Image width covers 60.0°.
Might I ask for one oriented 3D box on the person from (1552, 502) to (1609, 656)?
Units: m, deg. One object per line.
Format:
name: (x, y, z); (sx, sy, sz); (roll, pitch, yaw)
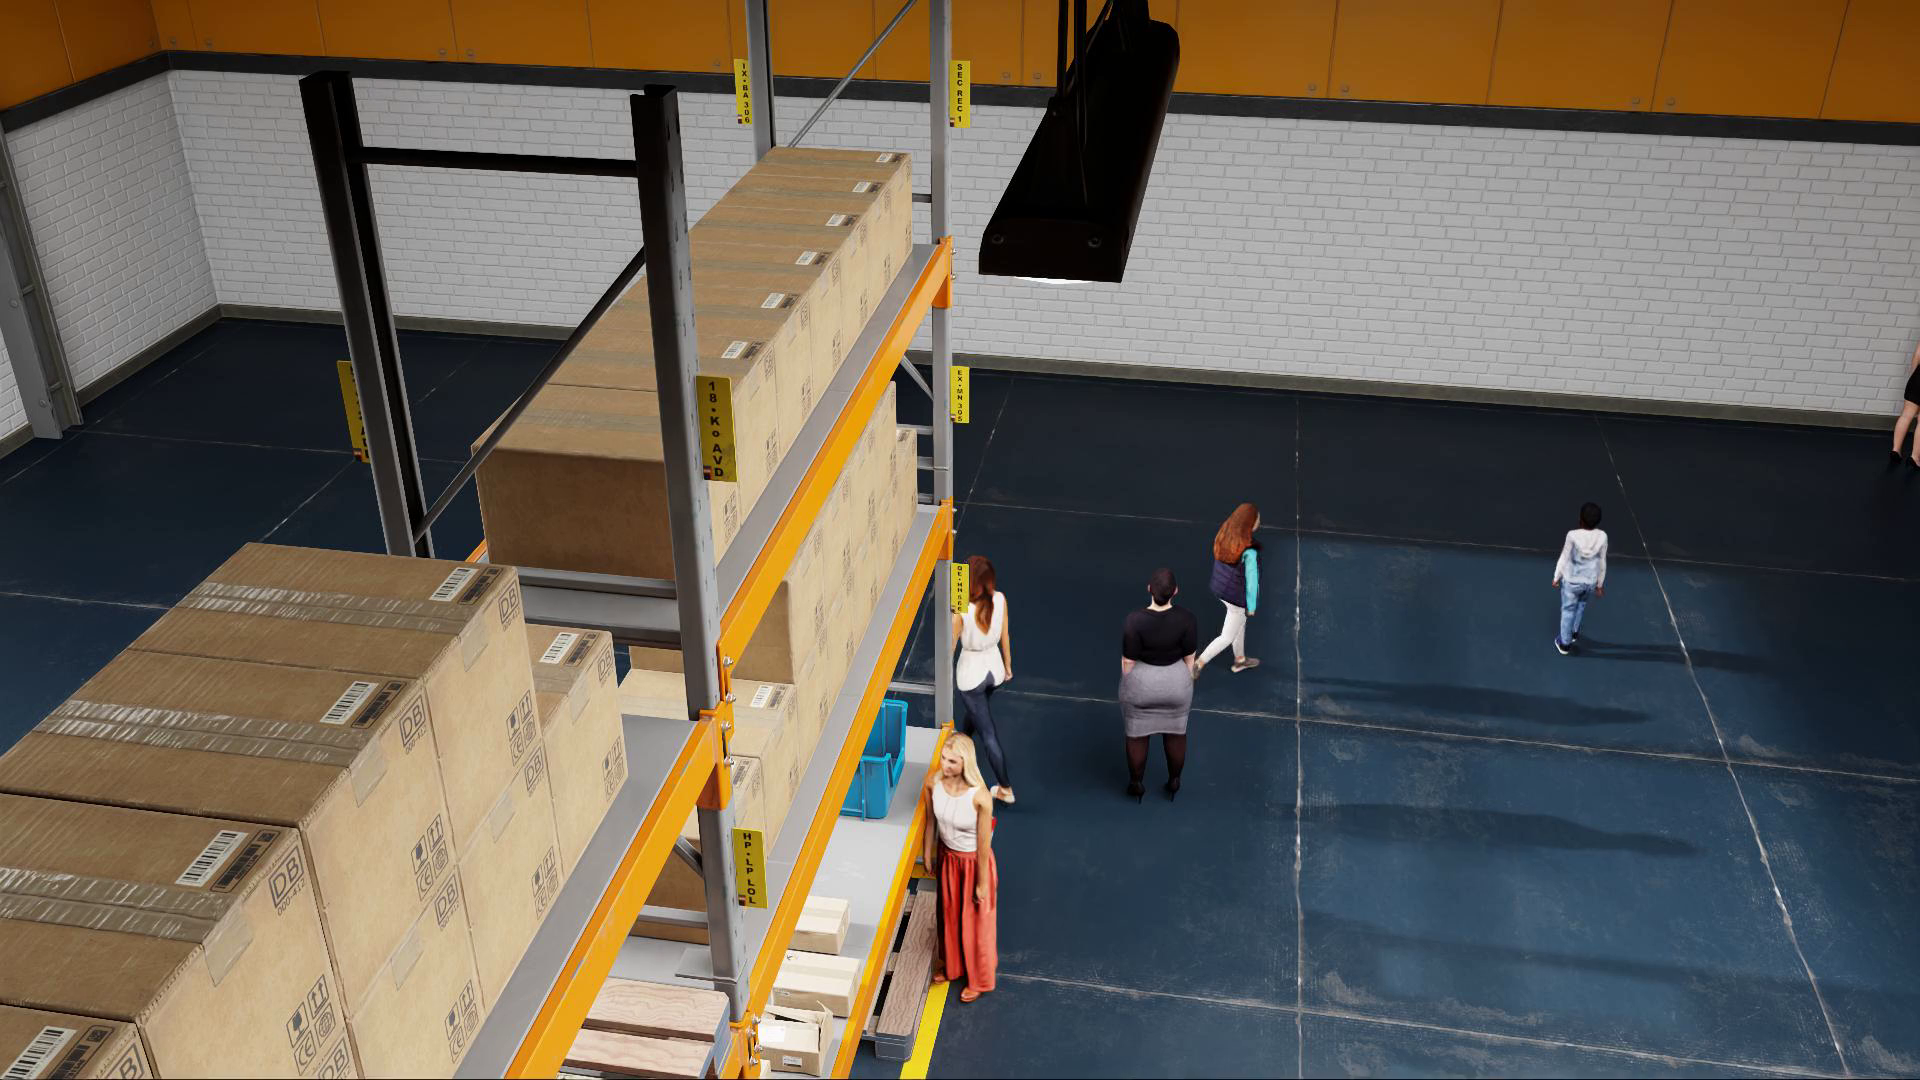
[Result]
person: (4.778, 0.317, 12.788); (0.543, 1.249, 0.596); (0, 29, 1)

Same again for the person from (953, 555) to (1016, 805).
person: (0.187, 0.974, 11.080); (1.127, 1.730, 1.186); (-19, 34, -31)

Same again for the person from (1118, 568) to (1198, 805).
person: (1.310, 0.981, 11.038); (0.713, 1.759, 0.691); (-1, 29, -2)

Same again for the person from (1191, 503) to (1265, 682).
person: (1.983, 0.417, 12.367); (0.931, 1.477, 0.959); (-12, 31, -21)

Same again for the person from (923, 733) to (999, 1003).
person: (0.027, 1.835, 9.429); (0.708, 1.800, 0.729); (18, 33, 30)

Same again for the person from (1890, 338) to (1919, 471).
person: (9.080, -1.452, 15.613); (0.694, 1.649, 0.618); (-15, 32, -25)
